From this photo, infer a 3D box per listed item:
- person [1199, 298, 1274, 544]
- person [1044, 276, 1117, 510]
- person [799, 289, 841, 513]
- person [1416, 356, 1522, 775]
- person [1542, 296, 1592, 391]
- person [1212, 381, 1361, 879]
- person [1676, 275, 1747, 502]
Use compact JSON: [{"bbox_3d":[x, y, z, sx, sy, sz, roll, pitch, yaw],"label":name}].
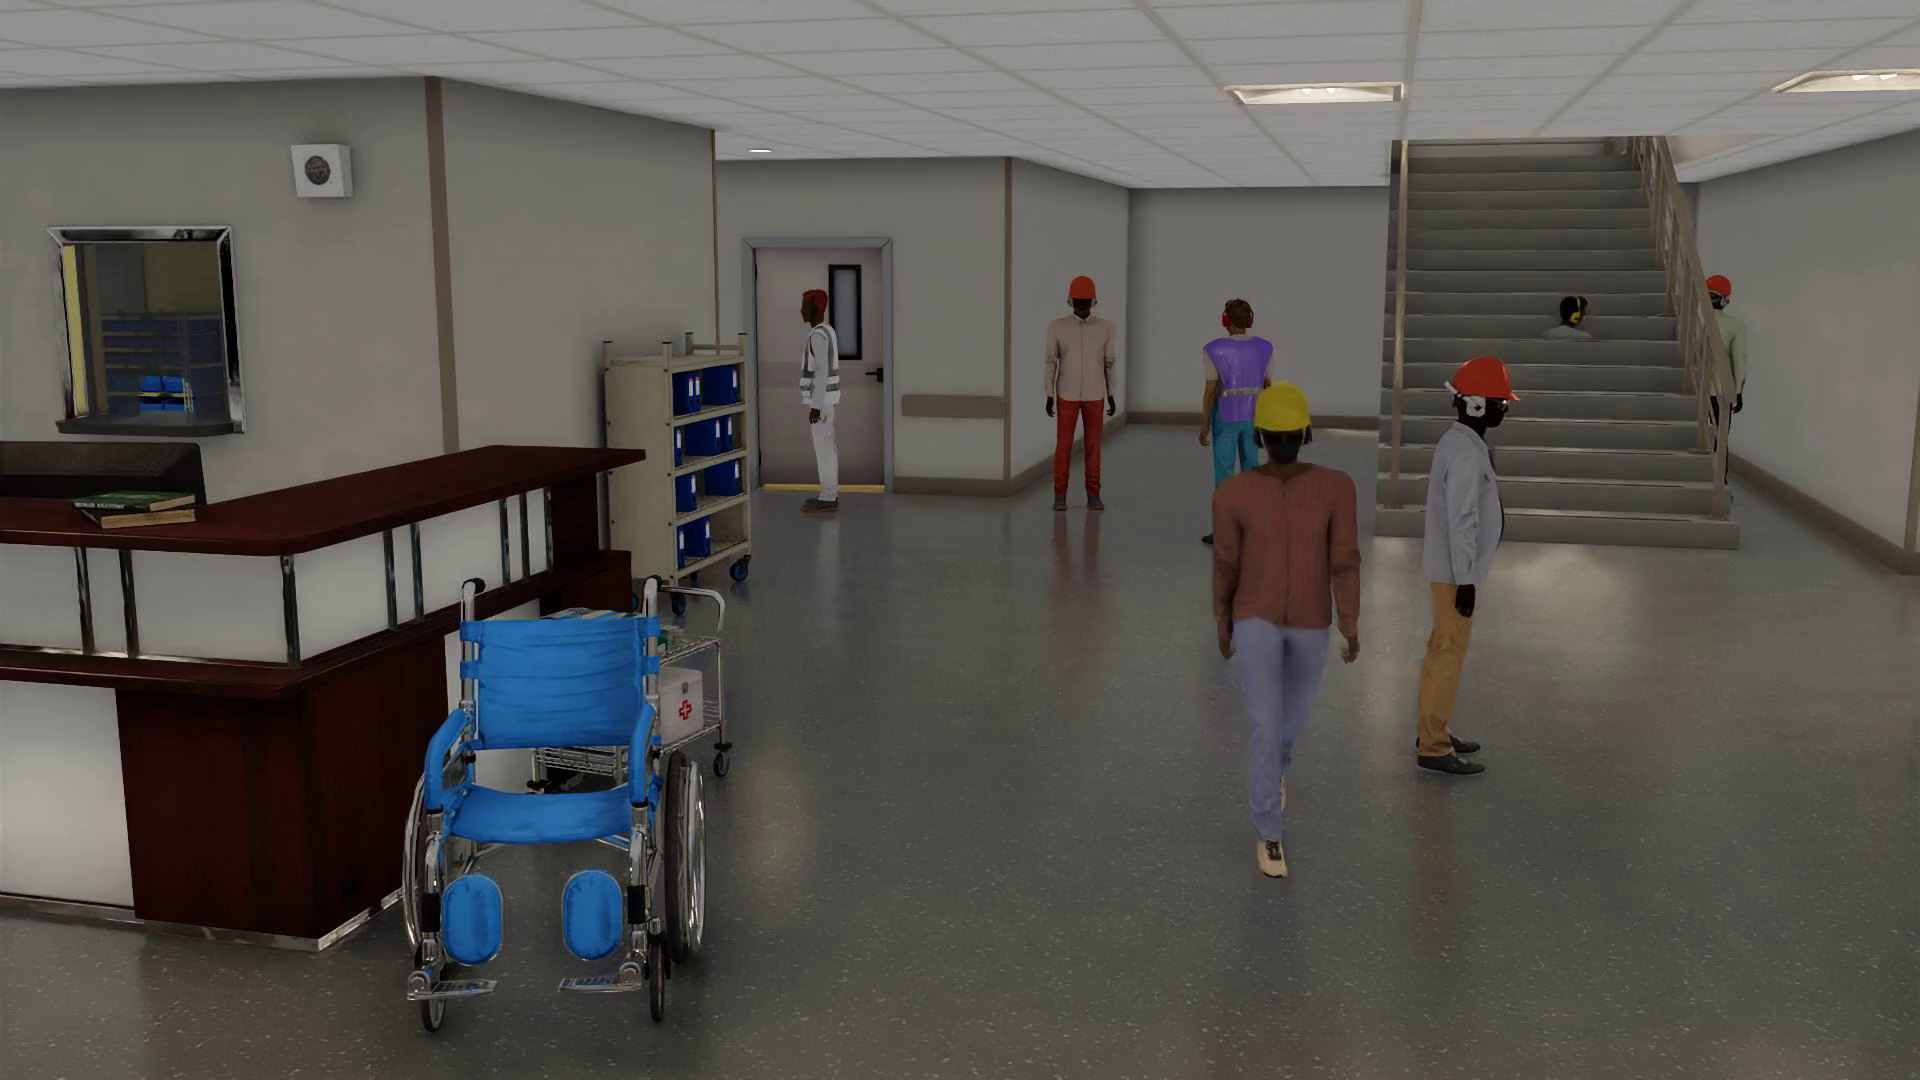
[{"bbox_3d":[2.062,-0.870,12.413,0.564,1.846,0.389,-3,10,-18],"label":"person"},{"bbox_3d":[1.027,-1.239,14.142,0.626,1.991,0.390,-1,10,-5],"label":"person"},{"bbox_3d":[-1.184,-1.172,14.069,0.337,1.882,0.584,0,10,2],"label":"person"},{"bbox_3d":[2.131,0.103,6.985,0.361,1.742,0.563,2,10,14],"label":"person"},{"bbox_3d":[5.414,-1.287,14.976,0.559,1.821,0.890,8,12,39],"label":"person"},{"bbox_3d":[1.168,0.264,6.099,0.518,1.723,0.891,0,10,-2],"label":"person"},{"bbox_3d":[6.574,-1.317,14.600,0.609,1.995,0.378,8,12,39],"label":"person"}]
